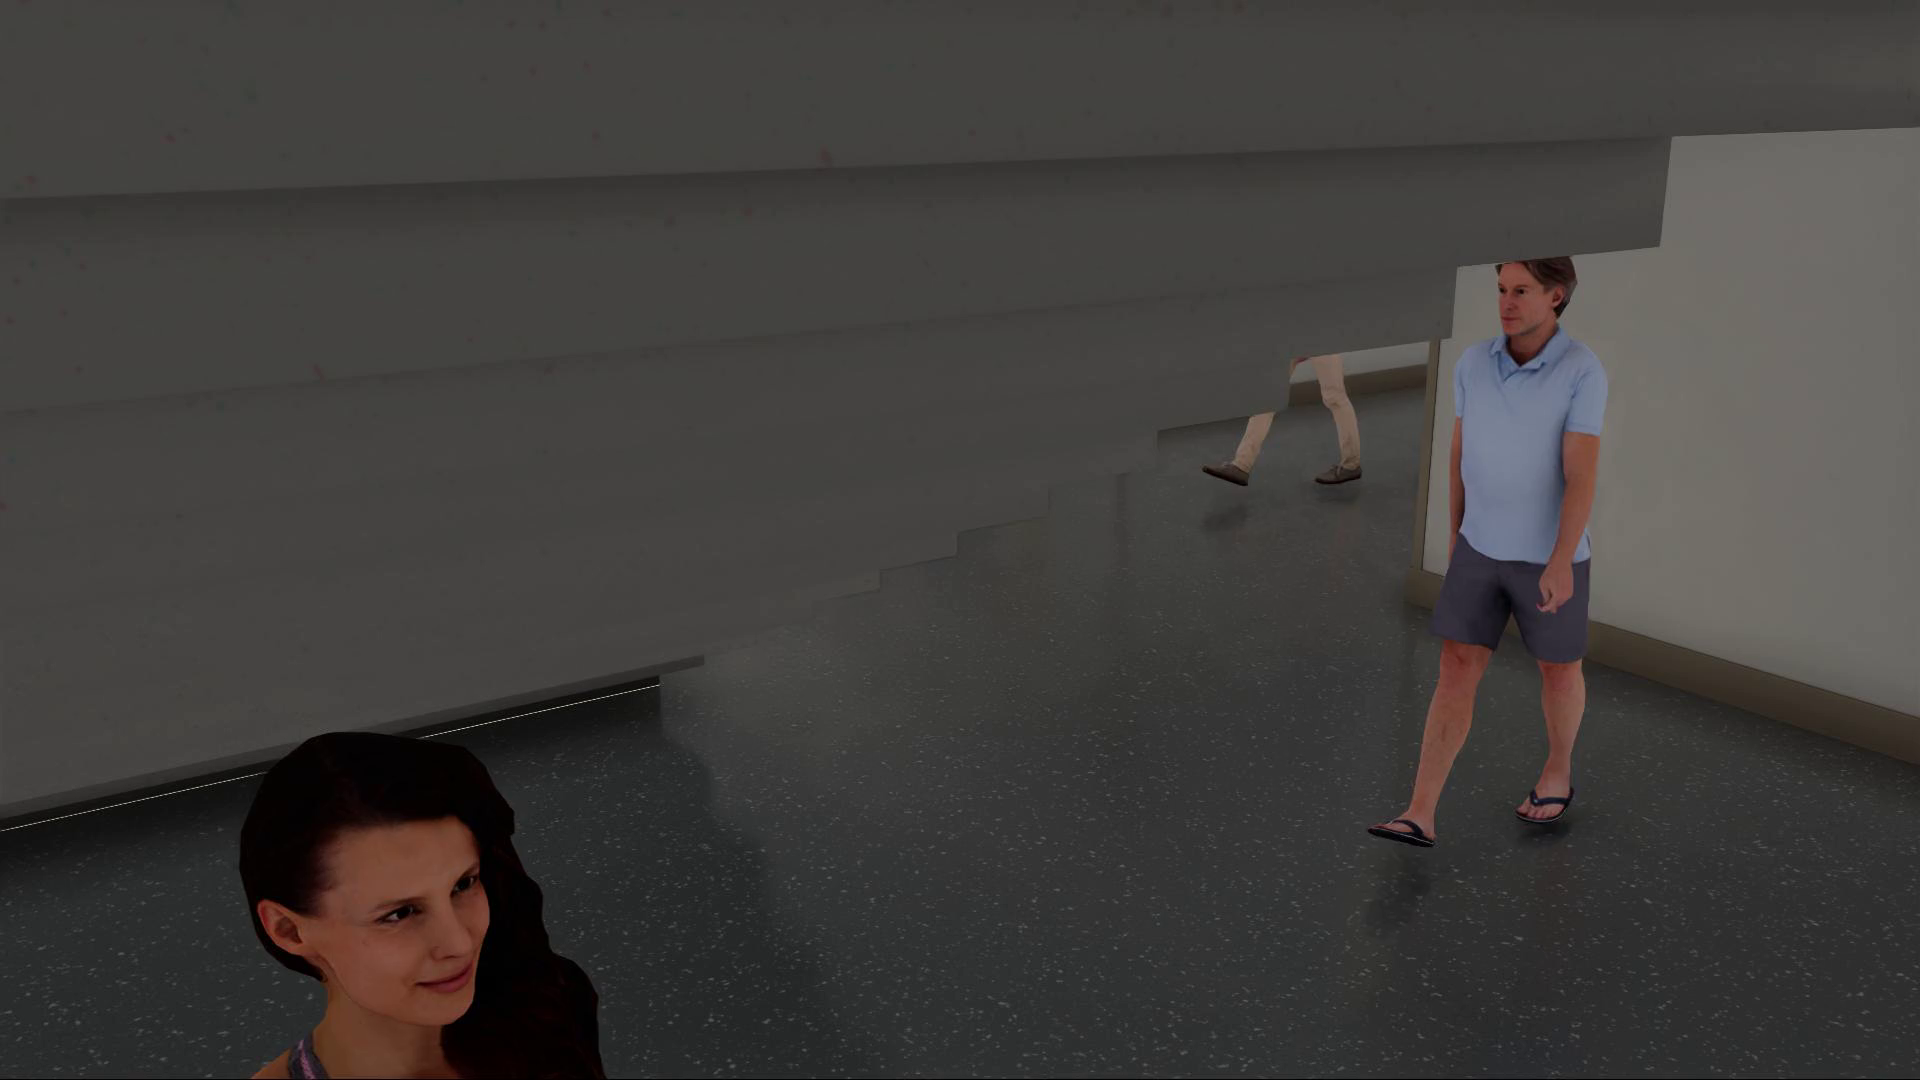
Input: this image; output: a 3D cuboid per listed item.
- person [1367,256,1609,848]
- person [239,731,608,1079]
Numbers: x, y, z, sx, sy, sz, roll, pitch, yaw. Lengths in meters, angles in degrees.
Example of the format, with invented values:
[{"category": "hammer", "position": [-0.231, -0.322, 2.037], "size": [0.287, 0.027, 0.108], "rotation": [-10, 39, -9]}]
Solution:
[{"category": "person", "position": [1.725, 0.039, 4.942], "size": [1.127, 1.787, 0.860], "rotation": [15, 22, 43]}, {"category": "person", "position": [-0.470, 1.004, 1.556], "size": [0.663, 1.767, 0.670], "rotation": [9, 18, 28]}]
